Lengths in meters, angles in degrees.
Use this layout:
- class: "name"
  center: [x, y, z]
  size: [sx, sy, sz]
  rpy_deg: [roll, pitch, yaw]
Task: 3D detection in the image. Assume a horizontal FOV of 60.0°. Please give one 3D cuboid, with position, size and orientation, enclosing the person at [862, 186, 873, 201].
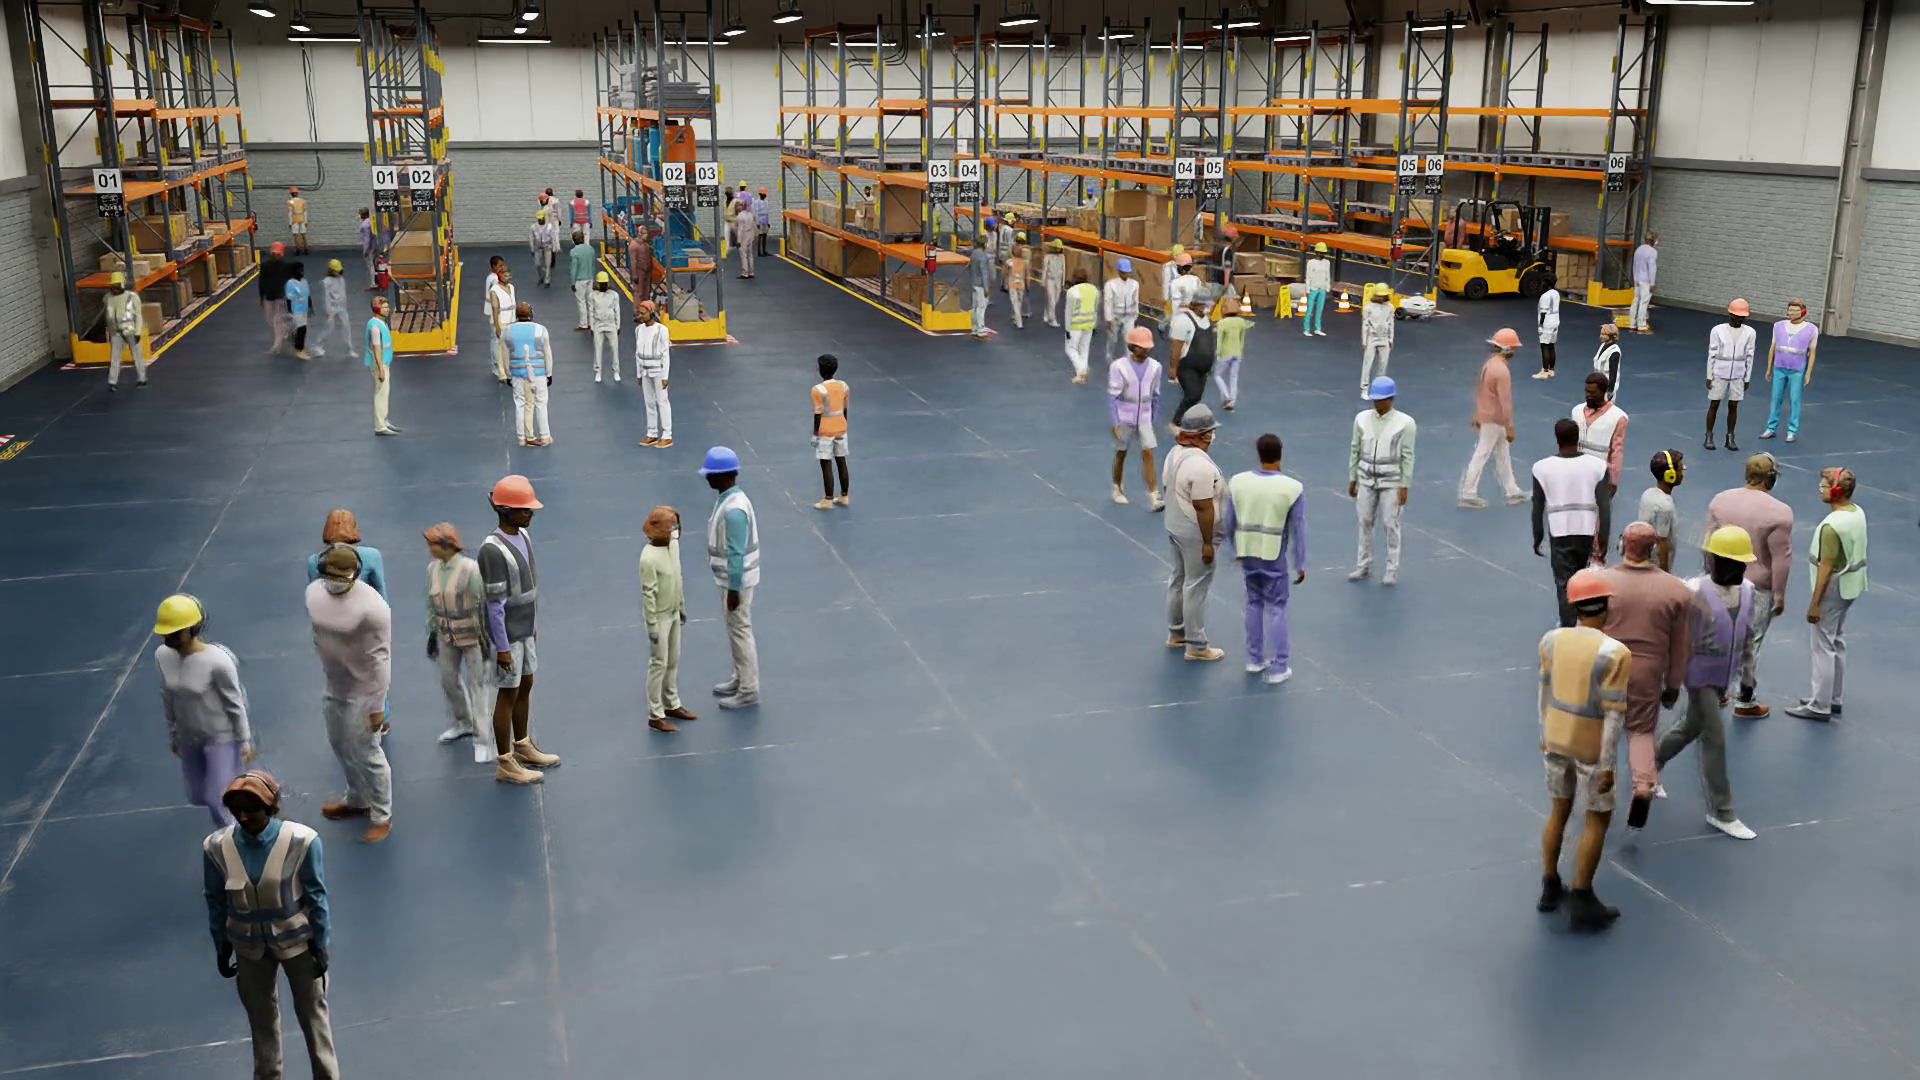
- class: "person"
  center: [-2.686, -9.536, 49.185]
  size: [0.509, 1.859, 0.332]
  rpy_deg: [10, 18, 34]

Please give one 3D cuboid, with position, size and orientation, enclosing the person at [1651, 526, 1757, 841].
- class: "person"
  center: [4.579, 0.801, 10.225]
  size: [0.602, 1.889, 0.961]
  rpy_deg: [-7, 17, -25]

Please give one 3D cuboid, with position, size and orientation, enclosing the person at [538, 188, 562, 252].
- class: "person"
  center: [-11.844, -9.256, 48.148]
  size: [0.619, 1.845, 0.430]
  rpy_deg: [0, 15, 1]

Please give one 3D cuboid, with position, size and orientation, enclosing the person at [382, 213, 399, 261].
- class: "person"
  center: [-15.161, -8.282, 44.313]
  size: [0.633, 1.938, 0.961]
  rpy_deg: [2, 15, 8]

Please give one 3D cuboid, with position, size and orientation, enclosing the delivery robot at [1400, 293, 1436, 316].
- class: "delivery robot"
  center: [9.161, -4.702, 33.299]
  size: [0.477, 0.478, 0.707]
  rpy_deg: [-11, 18, -35]

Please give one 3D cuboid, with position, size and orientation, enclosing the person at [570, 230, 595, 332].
- class: "person"
  center: [-7.197, -4.937, 31.739]
  size: [0.372, 1.930, 0.631]
  rpy_deg: [8, 17, 28]

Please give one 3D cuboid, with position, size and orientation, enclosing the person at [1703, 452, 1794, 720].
- class: "person"
  center: [5.621, 0.324, 11.916]
  size: [0.353, 1.936, 0.635]
  rpy_deg: [-9, 17, -31]

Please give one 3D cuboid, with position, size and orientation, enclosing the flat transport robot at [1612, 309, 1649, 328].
- class: "flat transport robot"
  center: [13.218, -4.370, 32.771]
  size: [0.652, 0.197, 1.431]
  rpy_deg: [6, 16, 21]

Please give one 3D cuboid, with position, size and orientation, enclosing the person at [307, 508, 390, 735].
- class: "person"
  center: [-4.217, 0.586, 11.511]
  size: [0.507, 1.631, 0.265]
  rpy_deg: [-8, 17, -28]

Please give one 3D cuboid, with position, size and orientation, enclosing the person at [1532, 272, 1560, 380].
- class: "person"
  center: [9.334, -3.402, 26.416]
  size: [0.322, 1.690, 0.532]
  rpy_deg: [12, 19, 37]

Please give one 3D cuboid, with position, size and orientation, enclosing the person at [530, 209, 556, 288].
- class: "person"
  center: [-9.815, -6.868, 39.194]
  size: [0.618, 1.826, 0.403]
  rpy_deg: [-1, 15, -3]

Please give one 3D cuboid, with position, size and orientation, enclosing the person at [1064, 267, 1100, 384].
- class: "person"
  center: [1.878, -3.296, 25.746]
  size: [0.643, 1.828, 0.489]
  rpy_deg: [-9, 17, -31]

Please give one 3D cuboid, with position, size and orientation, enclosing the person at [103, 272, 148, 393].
- class: "person"
  center: [-12.736, -3.155, 25.264]
  size: [0.618, 1.799, 0.730]
  rpy_deg: [0, 15, 1]

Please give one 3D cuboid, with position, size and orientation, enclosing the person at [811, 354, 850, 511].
- class: "person"
  center: [-1.406, -1.164, 17.976]
  size: [0.317, 1.695, 0.536]
  rpy_deg: [12, 19, 38]

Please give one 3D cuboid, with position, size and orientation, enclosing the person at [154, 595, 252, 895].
- class: "person"
  center: [-4.201, 1.091, 9.409]
  size: [0.534, 1.743, 0.646]
  rpy_deg: [5, 16, 17]

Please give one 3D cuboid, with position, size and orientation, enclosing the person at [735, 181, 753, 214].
- class: "person"
  center: [-6.583, -9.945, 50.578]
  size: [0.592, 1.926, 0.366]
  rpy_deg: [-10, 18, -33]

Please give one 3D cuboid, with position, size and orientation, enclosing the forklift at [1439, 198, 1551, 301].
- class: "forklift"
  center: [11.913, -6.508, 37.130]
  size: [2.313, 2.155, 1.214]
  rpy_deg: [-4, 15, -15]

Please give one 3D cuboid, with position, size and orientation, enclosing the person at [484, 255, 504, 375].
- class: "person"
  center: [-7.468, -3.621, 26.805]
  size: [0.398, 1.915, 0.588]
  rpy_deg: [-5, 16, -18]

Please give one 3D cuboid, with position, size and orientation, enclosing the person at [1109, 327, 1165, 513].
- class: "person"
  center: [1.902, -1.279, 17.847]
  size: [0.634, 1.991, 1.034]
  rpy_deg: [-4, 15, -15]

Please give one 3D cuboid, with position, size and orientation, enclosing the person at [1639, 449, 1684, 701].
- class: "person"
  center: [5.164, 0.251, 12.312]
  size: [0.328, 1.877, 0.510]
  rpy_deg: [1, 15, 5]

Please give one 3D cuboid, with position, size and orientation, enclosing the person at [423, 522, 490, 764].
- class: "person"
  center: [-3.355, 0.671, 11.221]
  size: [0.632, 1.622, 0.361]
  rpy_deg: [9, 17, 30]

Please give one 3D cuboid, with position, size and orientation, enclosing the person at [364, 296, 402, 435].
- class: "person"
  center: [-7.668, -2.297, 21.982]
  size: [0.388, 1.837, 0.560]
  rpy_deg: [-4, 15, -13]

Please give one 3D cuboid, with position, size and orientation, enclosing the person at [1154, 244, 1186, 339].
- class: "person"
  center: [3.905, -4.506, 30.365]
  size: [0.846, 1.798, 0.589]
  rpy_deg: [12, 19, 39]

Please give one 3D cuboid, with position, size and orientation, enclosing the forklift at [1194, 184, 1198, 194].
- class: "forklift"
  center: [7.392, -11.333, 53.972]
  size: [1.873, 2.768, 1.129]
  rpy_deg: [-4, 15, -15]

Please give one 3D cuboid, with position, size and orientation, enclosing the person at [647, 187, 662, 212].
- class: "person"
  center: [-8.889, -9.364, 48.173]
  size: [0.702, 2.000, 0.824]
  rpy_deg: [-8, 17, -29]

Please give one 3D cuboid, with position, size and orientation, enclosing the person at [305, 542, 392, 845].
- class: "person"
  center: [-3.606, 0.888, 9.881]
  size: [0.736, 1.895, 0.474]
  rpy_deg: [9, 17, 30]

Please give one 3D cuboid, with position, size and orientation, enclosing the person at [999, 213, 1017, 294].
- class: "person"
  center: [1.110, -6.547, 37.977]
  size: [0.404, 1.827, 0.600]
  rpy_deg: [-4, 15, -14]

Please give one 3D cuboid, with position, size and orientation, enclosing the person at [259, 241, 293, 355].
- class: "person"
  center: [-11.923, -4.224, 29.006]
  size: [0.645, 1.949, 0.639]
  rpy_deg: [3, 15, 13]

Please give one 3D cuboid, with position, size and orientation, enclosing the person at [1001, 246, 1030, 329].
- class: "person"
  center: [1.091, -4.901, 32.249]
  size: [0.513, 1.591, 0.887]
  rpy_deg: [-6, 16, -20]

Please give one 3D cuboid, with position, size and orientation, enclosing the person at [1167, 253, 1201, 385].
- class: "person"
  center: [3.456, -3.426, 25.821]
  size: [0.608, 2.045, 0.391]
  rpy_deg: [-13, 19, -39]

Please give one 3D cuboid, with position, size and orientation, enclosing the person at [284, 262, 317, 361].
- class: "person"
  center: [-11.141, -3.872, 28.185]
  size: [0.551, 1.674, 0.547]
  rpy_deg: [2, 15, 9]

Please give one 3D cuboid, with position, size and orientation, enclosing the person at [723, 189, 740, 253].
- class: "person"
  center: [-6.551, -9.202, 47.994]
  size: [0.622, 1.820, 0.822]
  rpy_deg: [8, 17, 29]

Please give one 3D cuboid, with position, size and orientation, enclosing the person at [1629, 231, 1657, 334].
- class: "person"
  center: [12.945, -4.869, 31.456]
  size: [0.377, 1.940, 0.628]
  rpy_deg: [-2, 15, -8]

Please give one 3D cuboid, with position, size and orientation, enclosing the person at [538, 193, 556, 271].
- class: "person"
  center: [-10.673, -7.956, 42.981]
  size: [0.389, 1.986, 0.608]
  rpy_deg: [-1, 15, -3]

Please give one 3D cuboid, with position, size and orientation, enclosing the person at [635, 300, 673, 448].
- class: "person"
  center: [-3.916, -2.114, 21.214]
  size: [0.576, 1.879, 0.356]
  rpy_deg: [11, 18, 35]

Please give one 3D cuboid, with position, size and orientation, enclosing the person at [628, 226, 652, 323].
- class: "person"
  center: [-6.318, -5.287, 33.115]
  size: [0.399, 1.900, 0.648]
  rpy_deg: [5, 16, 18]

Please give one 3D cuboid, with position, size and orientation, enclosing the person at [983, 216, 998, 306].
- class: "person"
  center: [0.577, -5.988, 35.695]
  size: [0.580, 1.924, 0.620]
  rpy_deg: [12, 19, 37]
